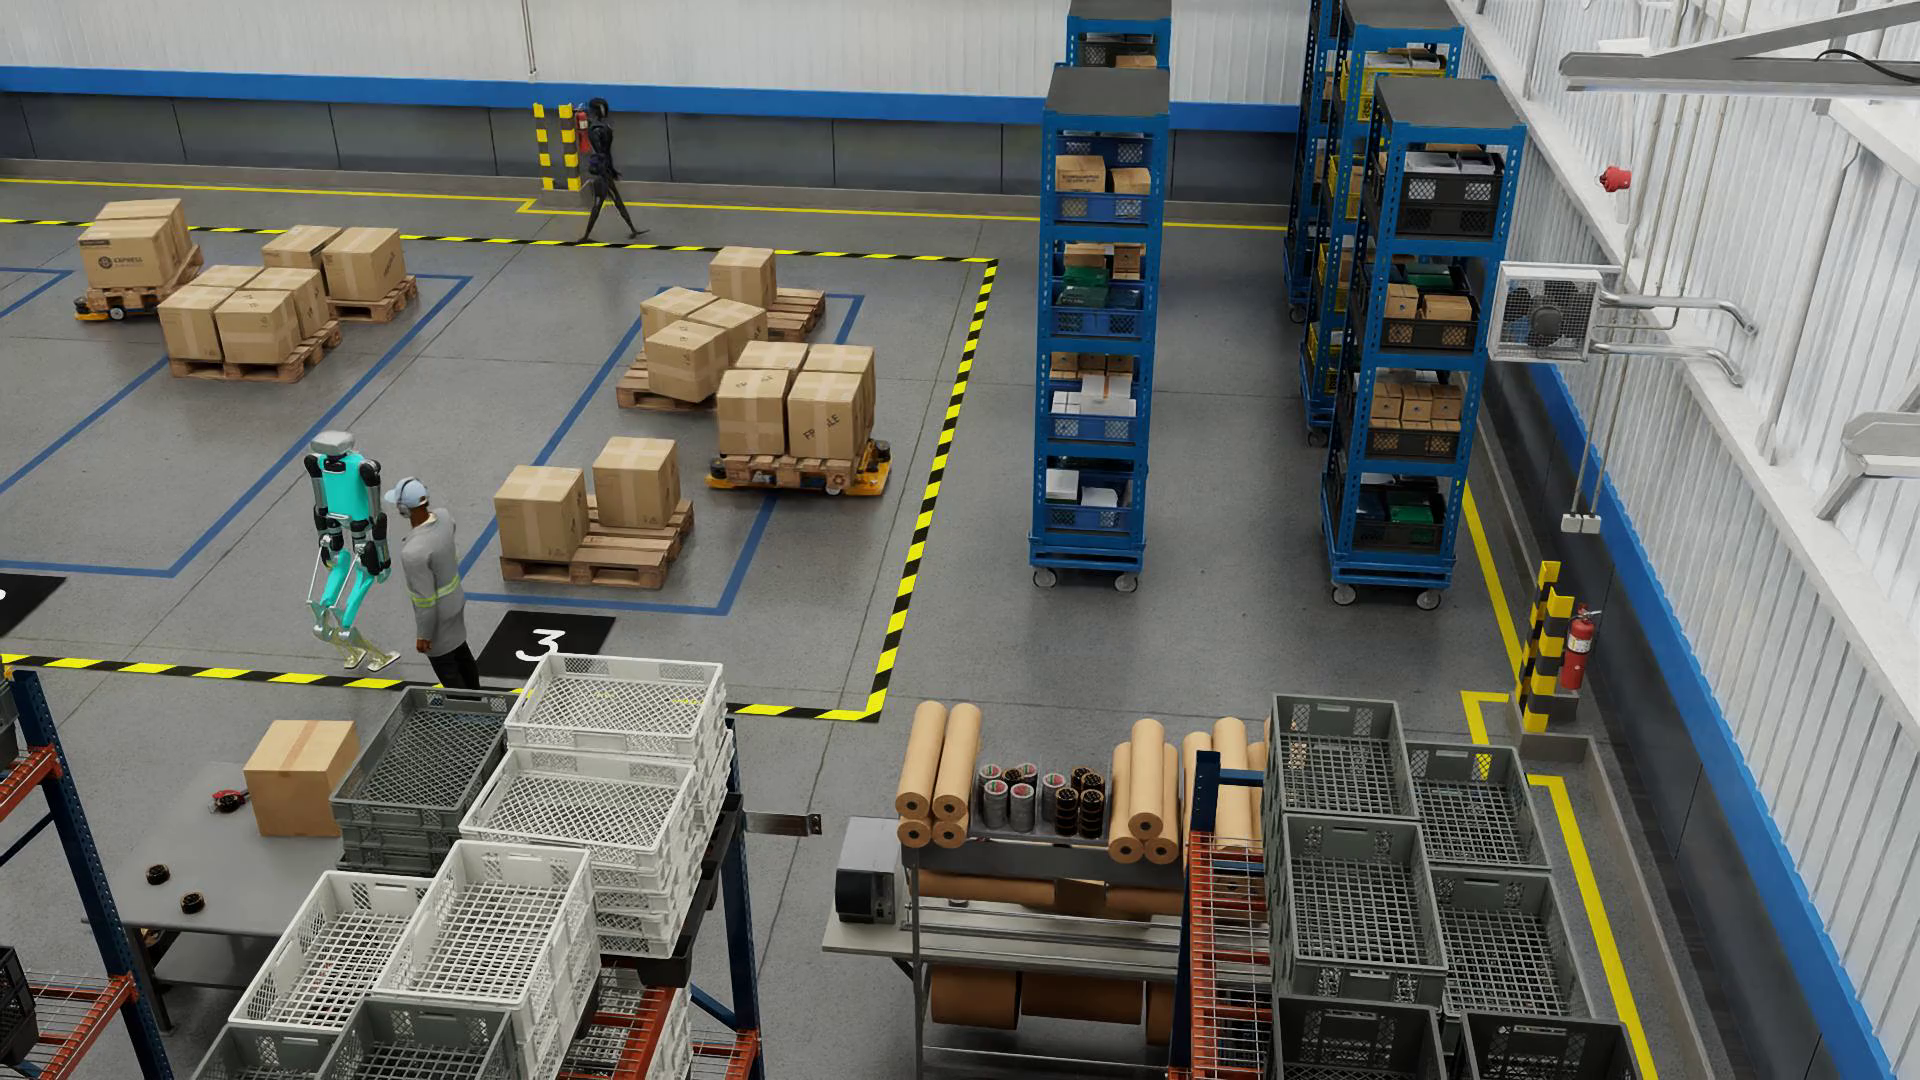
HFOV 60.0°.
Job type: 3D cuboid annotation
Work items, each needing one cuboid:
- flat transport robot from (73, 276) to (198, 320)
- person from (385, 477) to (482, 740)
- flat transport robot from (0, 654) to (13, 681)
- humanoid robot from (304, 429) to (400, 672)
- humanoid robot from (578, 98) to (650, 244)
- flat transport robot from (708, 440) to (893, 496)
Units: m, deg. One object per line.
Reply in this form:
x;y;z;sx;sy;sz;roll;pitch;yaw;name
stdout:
-8.169;-2.487;16.918;1.431;0.197;0.652;-5;31;-8;flat transport robot
-3.278;0.434;10.355;0.385;1.849;0.596;2;30;3;person
-7.142;0.969;11.010;1.431;0.231;0.659;3;30;6;flat transport robot
-4.055;0.151;10.824;0.533;1.674;0.735;9;31;16;humanoid robot
-3.880;-4.041;18.259;0.788;1.621;0.596;-2;30;-4;humanoid robot
-1.310;-0.637;13.739;1.431;0.197;0.652;3;30;6;flat transport robot
